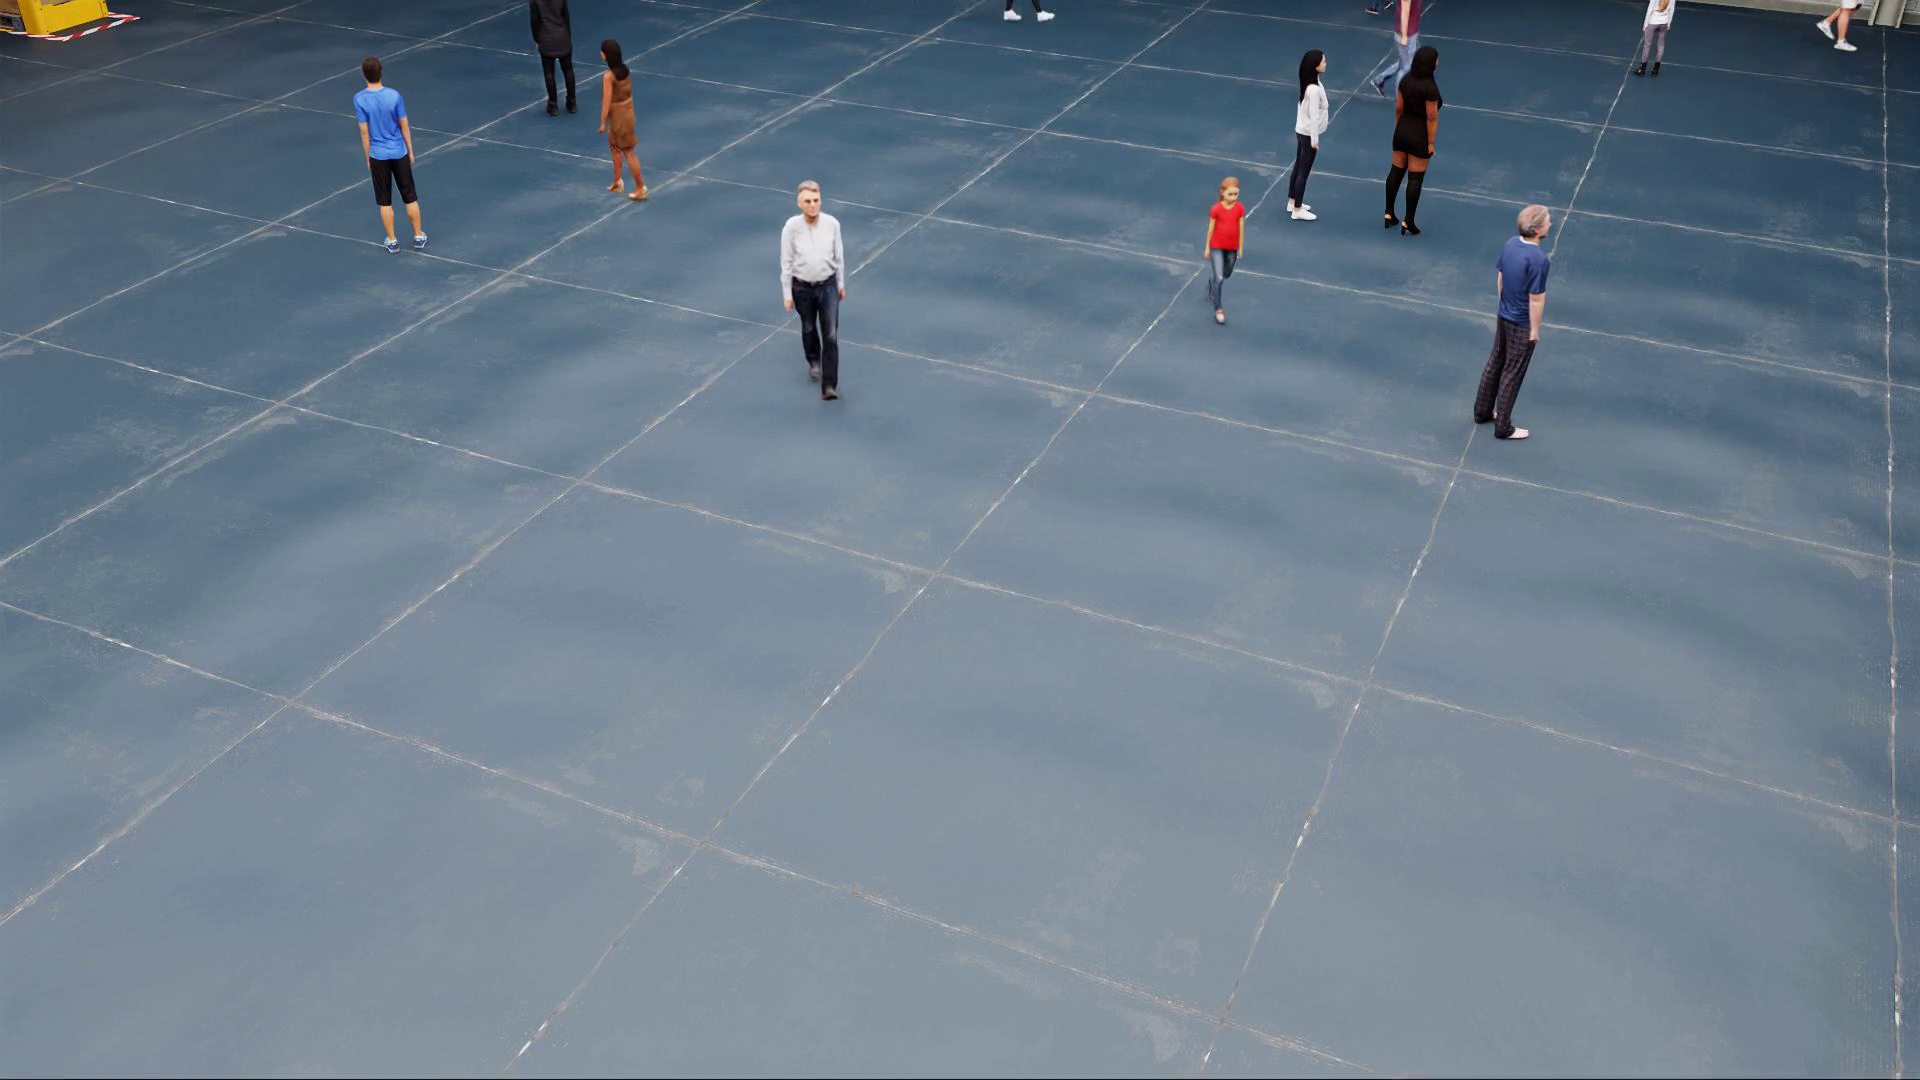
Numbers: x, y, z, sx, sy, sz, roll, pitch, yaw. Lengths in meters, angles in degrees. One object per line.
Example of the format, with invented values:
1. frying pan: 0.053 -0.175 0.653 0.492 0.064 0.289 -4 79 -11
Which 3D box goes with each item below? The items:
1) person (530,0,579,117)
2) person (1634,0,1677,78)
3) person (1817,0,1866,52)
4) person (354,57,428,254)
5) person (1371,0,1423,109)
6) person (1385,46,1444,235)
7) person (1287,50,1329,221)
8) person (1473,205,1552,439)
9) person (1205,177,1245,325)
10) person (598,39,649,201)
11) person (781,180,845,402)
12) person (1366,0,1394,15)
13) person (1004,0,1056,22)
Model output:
1. person: -4.777 -5.908 19.590 0.719 1.776 0.777 -11 34 -18
2. person: 8.825 -6.519 21.024 0.539 1.279 0.624 1 32 1
3. person: 11.761 -7.453 21.973 0.901 1.846 1.029 -24 39 -33
4. person: -5.496 -3.698 15.999 0.702 1.869 0.755 -13 34 -19
5. person: 5.245 -6.059 19.772 0.851 1.838 0.700 11 34 17
6. person: 4.474 -3.949 16.411 0.808 1.855 0.707 -19 37 -28
7. person: 3.508 -4.104 16.802 0.704 1.700 0.703 -1 32 -1
8. person: 4.289 -1.689 12.812 0.779 1.872 0.731 -10 33 -15
9. person: 2.341 -2.633 14.858 0.861 1.286 0.841 -5 33 -8
10. person: -3.412 -4.300 17.139 0.776 1.673 0.647 7 33 11
11. person: -1.194 -2.068 13.509 1.203 1.769 1.155 -5 33 -8
12. person: 6.014 -8.022 23.571 0.613 1.103 0.495 20 38 29
13. person: 0.779 -8.063 23.061 1.010 1.717 0.703 9 33 14
